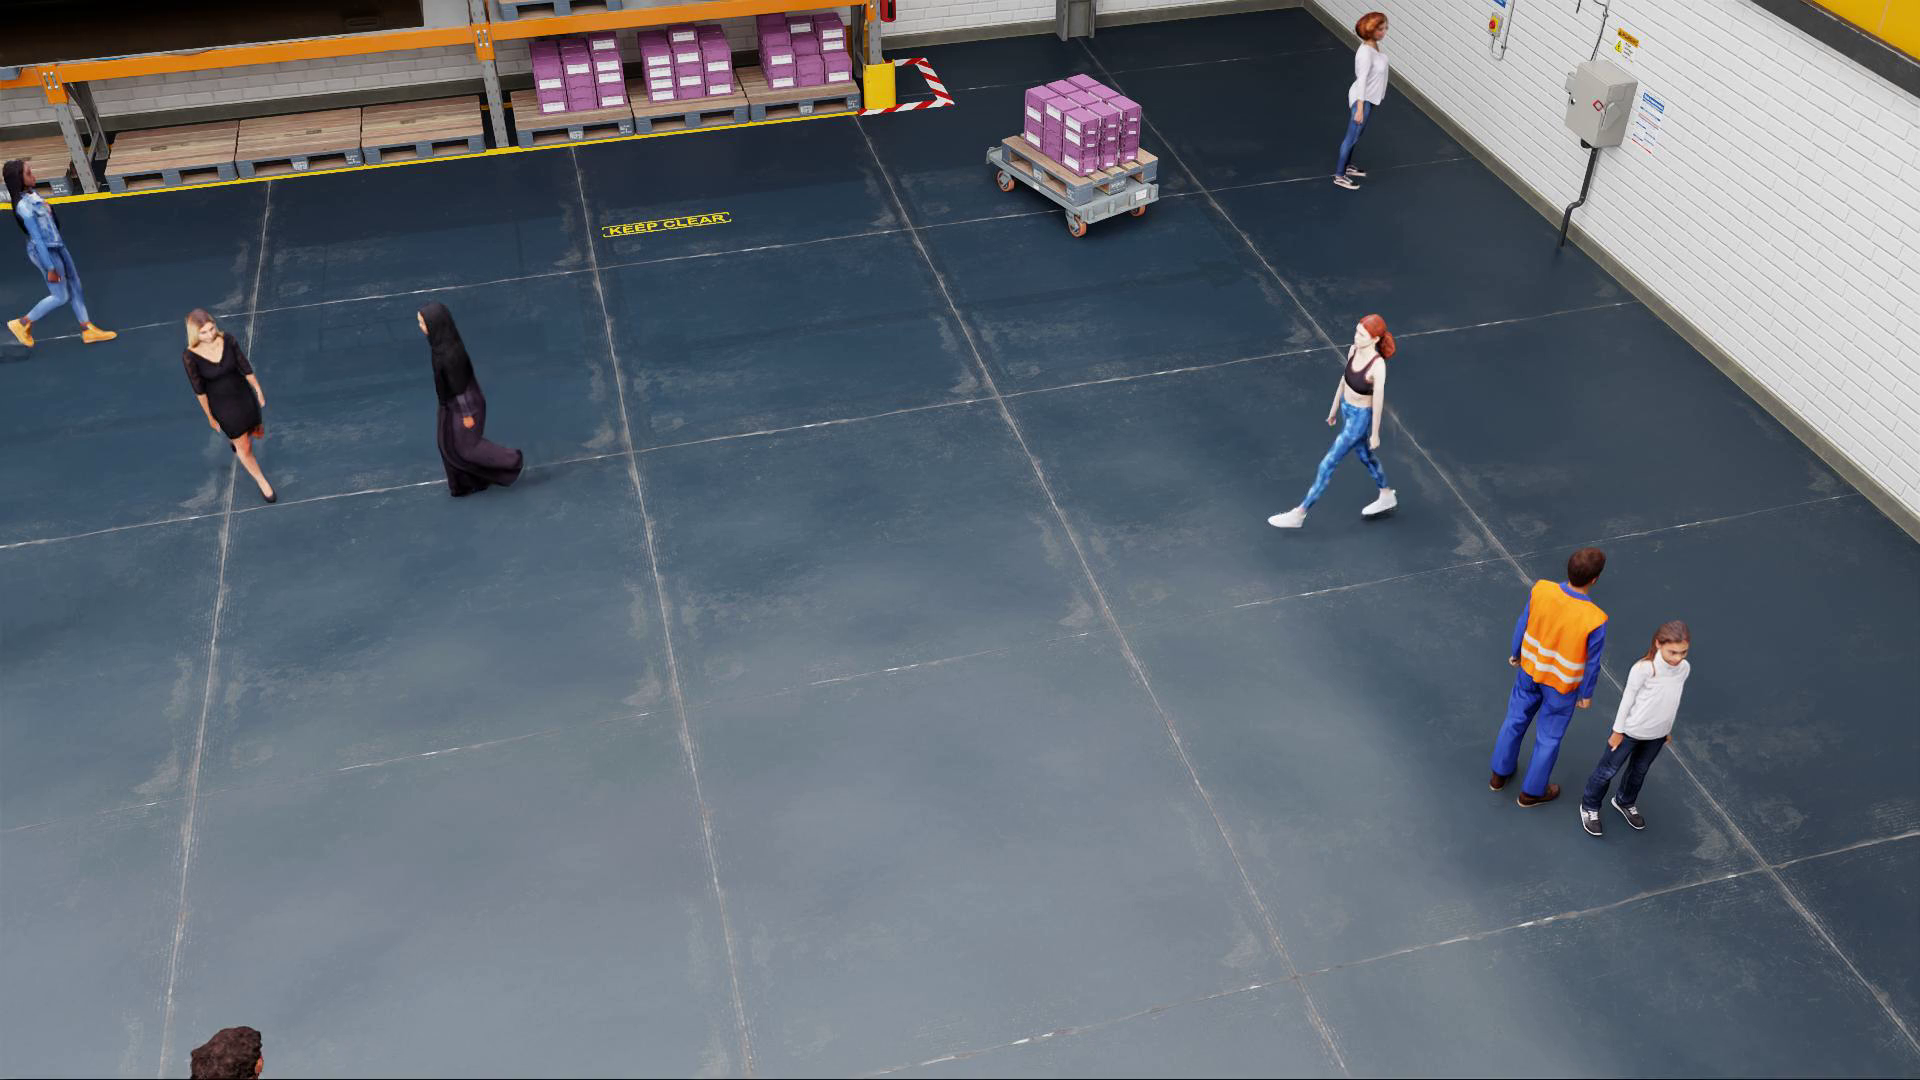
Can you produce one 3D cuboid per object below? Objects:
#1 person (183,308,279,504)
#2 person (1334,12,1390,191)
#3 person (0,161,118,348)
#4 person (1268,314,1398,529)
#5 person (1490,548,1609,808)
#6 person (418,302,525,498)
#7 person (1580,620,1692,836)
[{"bbox_3d":[-5.347,-1.016,12.141,0.924,1.653,0.932,28,47,31],"label":"person"},{"bbox_3d":[3.915,-4.318,16.228,0.787,1.713,0.749,14,41,17],"label":"person"},{"bbox_3d":[-7.620,-2.314,13.736,1.025,1.691,0.697,-15,41,-18],"label":"person"},{"bbox_3d":[2.883,-0.817,11.830,1.229,1.730,0.580,-9,40,-11],"label":"person"},{"bbox_3d":[3.446,0.792,9.709,0.768,1.862,0.787,-28,46,-30],"label":"person"},{"bbox_3d":[-3.591,-1.029,12.200,0.842,1.600,0.681,-19,42,-22],"label":"person"},{"bbox_3d":[3.944,1.065,9.612,0.468,1.558,0.609,-6,39,-8],"label":"person"}]
